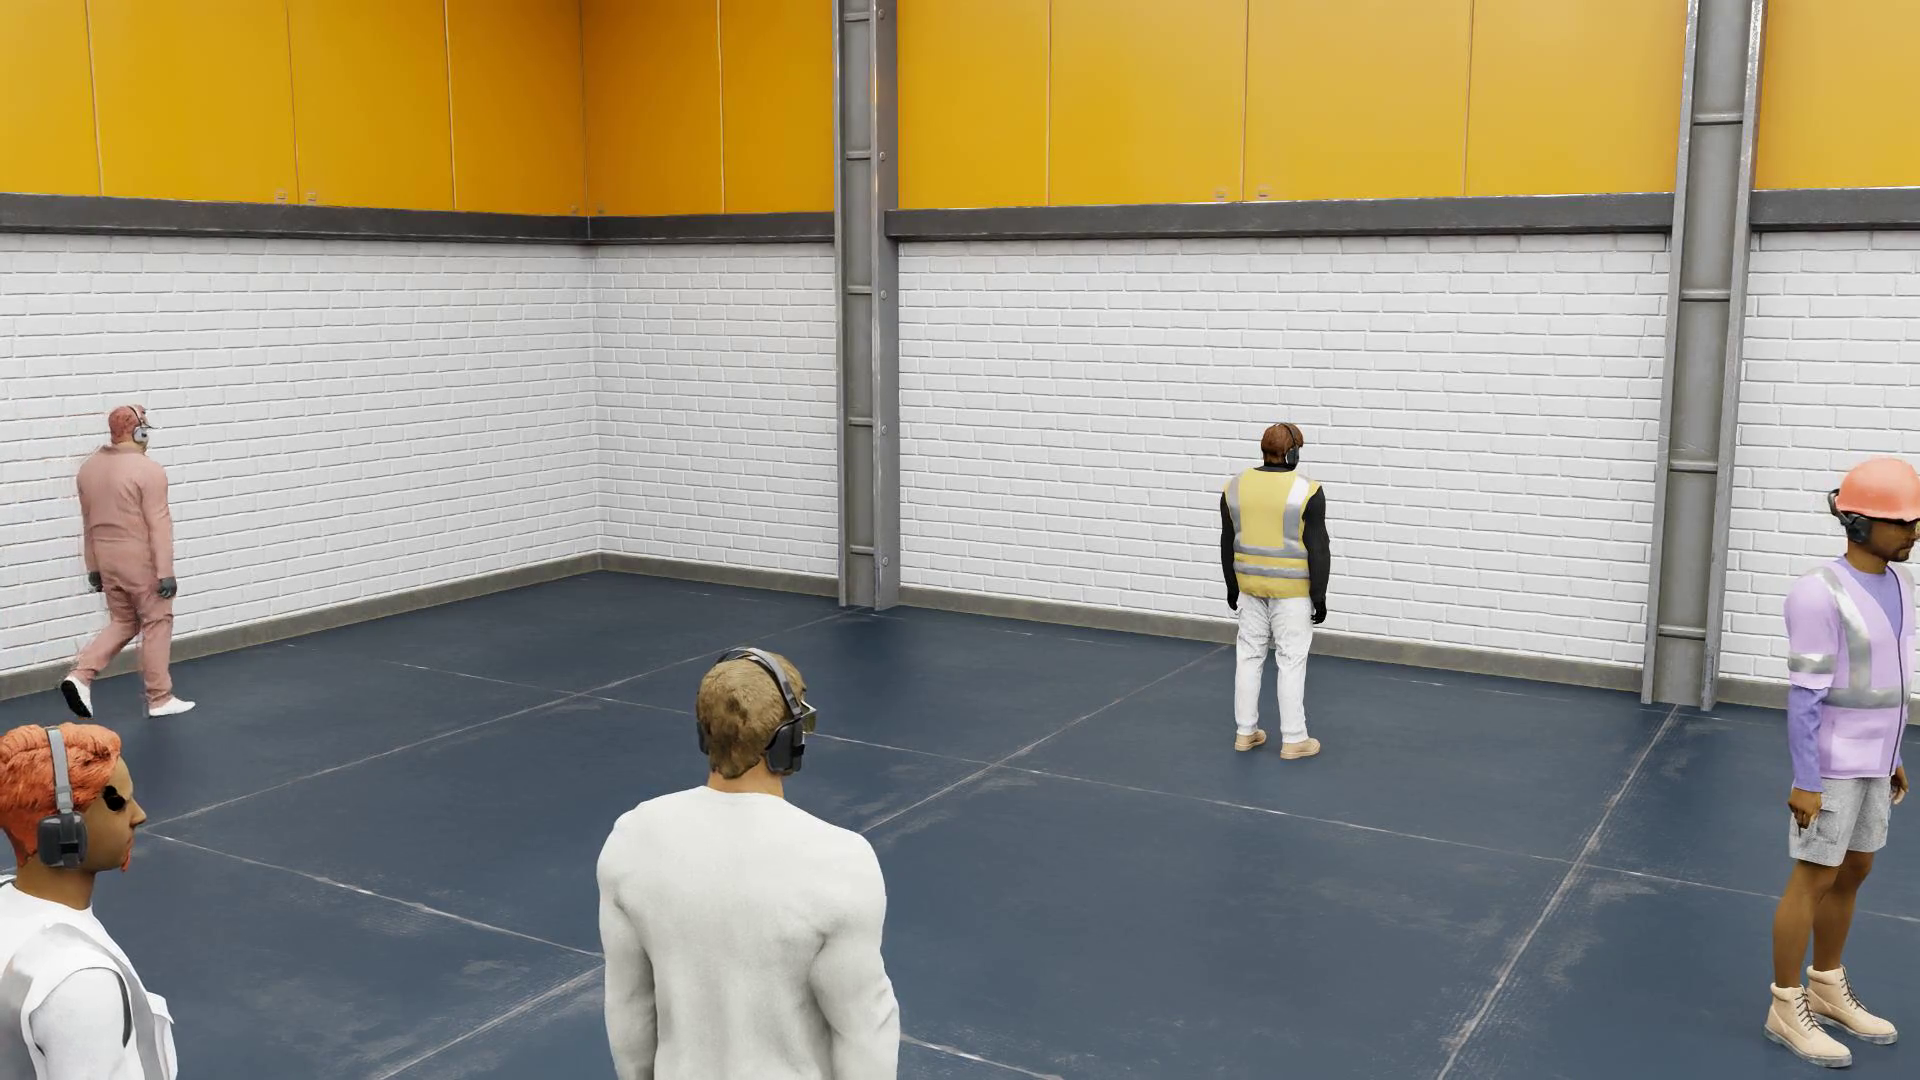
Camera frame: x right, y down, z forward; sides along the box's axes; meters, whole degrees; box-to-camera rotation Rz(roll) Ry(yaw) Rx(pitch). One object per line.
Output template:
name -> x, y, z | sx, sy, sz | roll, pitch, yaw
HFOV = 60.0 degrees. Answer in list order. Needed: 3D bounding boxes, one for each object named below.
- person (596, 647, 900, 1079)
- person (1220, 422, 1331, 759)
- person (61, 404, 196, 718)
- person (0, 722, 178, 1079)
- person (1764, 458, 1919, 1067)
person -> -0.403, 1.163, 3.278 | 0.627, 1.940, 0.375 | 4, 10, 25
person -> 1.742, 0.274, 9.133 | 0.636, 1.842, 0.429 | 7, 12, 38
person -> -4.913, 0.154, 9.757 | 0.657, 1.891, 0.646 | 4, 10, 24
person -> -1.549, 1.243, 2.951 | 0.587, 1.882, 0.342 | 9, 13, 44
person -> 3.023, 0.739, 5.605 | 0.616, 2.040, 0.383 | -6, 11, -33
